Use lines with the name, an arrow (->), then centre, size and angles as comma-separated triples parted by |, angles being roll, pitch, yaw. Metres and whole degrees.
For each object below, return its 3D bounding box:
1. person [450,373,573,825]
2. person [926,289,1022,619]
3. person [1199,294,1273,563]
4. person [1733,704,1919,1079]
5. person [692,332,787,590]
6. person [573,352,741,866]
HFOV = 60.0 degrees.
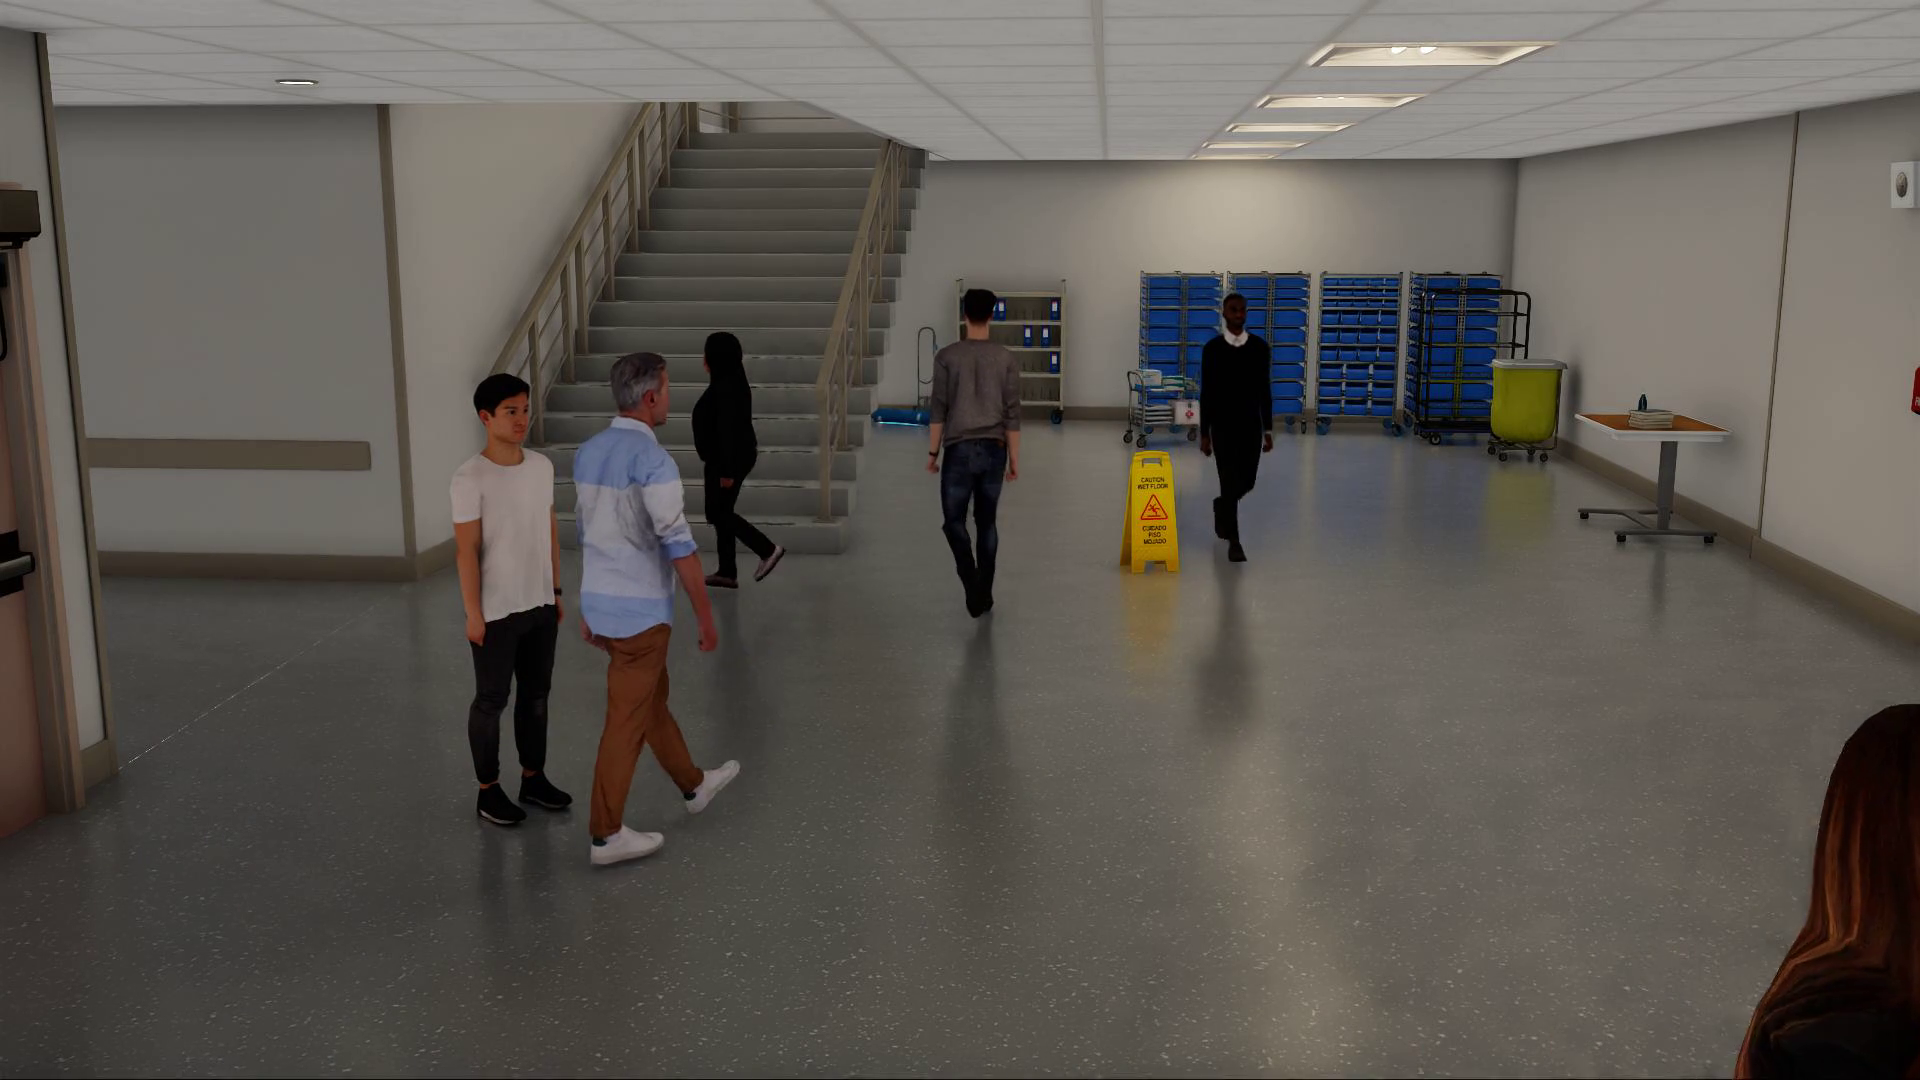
person -> -1.725, 0.213, 6.379 | 0.749, 1.718, 0.627 | 7, 13, 32
person -> 0.083, -0.464, 9.510 | 0.843, 1.882, 1.100 | -1, 11, -7
person -> 1.865, -0.775, 11.382 | 0.752, 1.794, 1.074 | 0, 11, -2
person -> 0.997, 1.044, 2.139 | 1.130, 1.665, 1.156 | 10, 14, 41
person -> -1.357, -0.471, 10.289 | 0.769, 1.603, 0.774 | -1, 11, -3
person -> -1.225, 0.263, 5.897 | 1.128, 1.800, 1.060 | -9, 14, -41
